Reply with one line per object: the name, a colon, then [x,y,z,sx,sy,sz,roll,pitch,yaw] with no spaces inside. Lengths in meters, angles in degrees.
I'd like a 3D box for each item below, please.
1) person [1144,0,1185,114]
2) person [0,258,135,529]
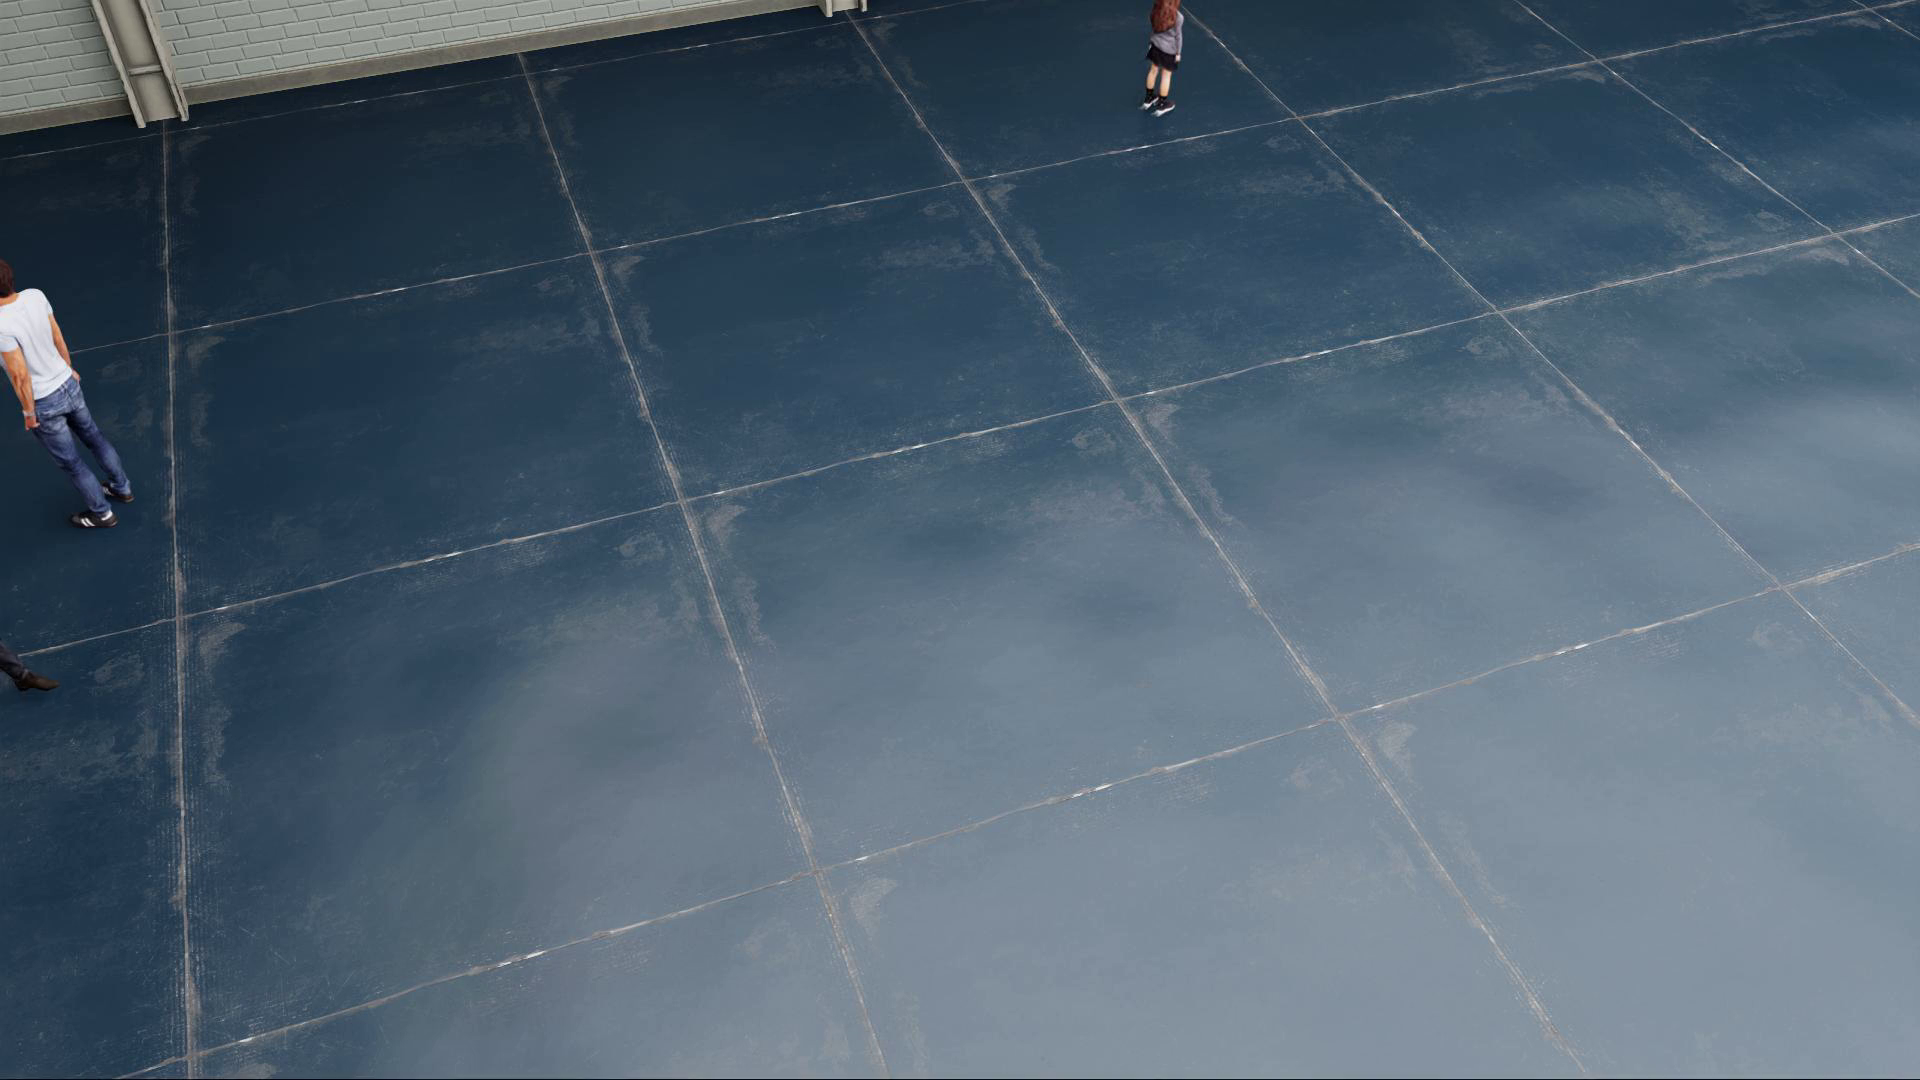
person: [1.694,-4.112,13.809,0.542,1.103,0.532,-32,52,-29]
person: [-5.342,-0.867,9.776,0.714,1.866,0.717,8,44,8]
